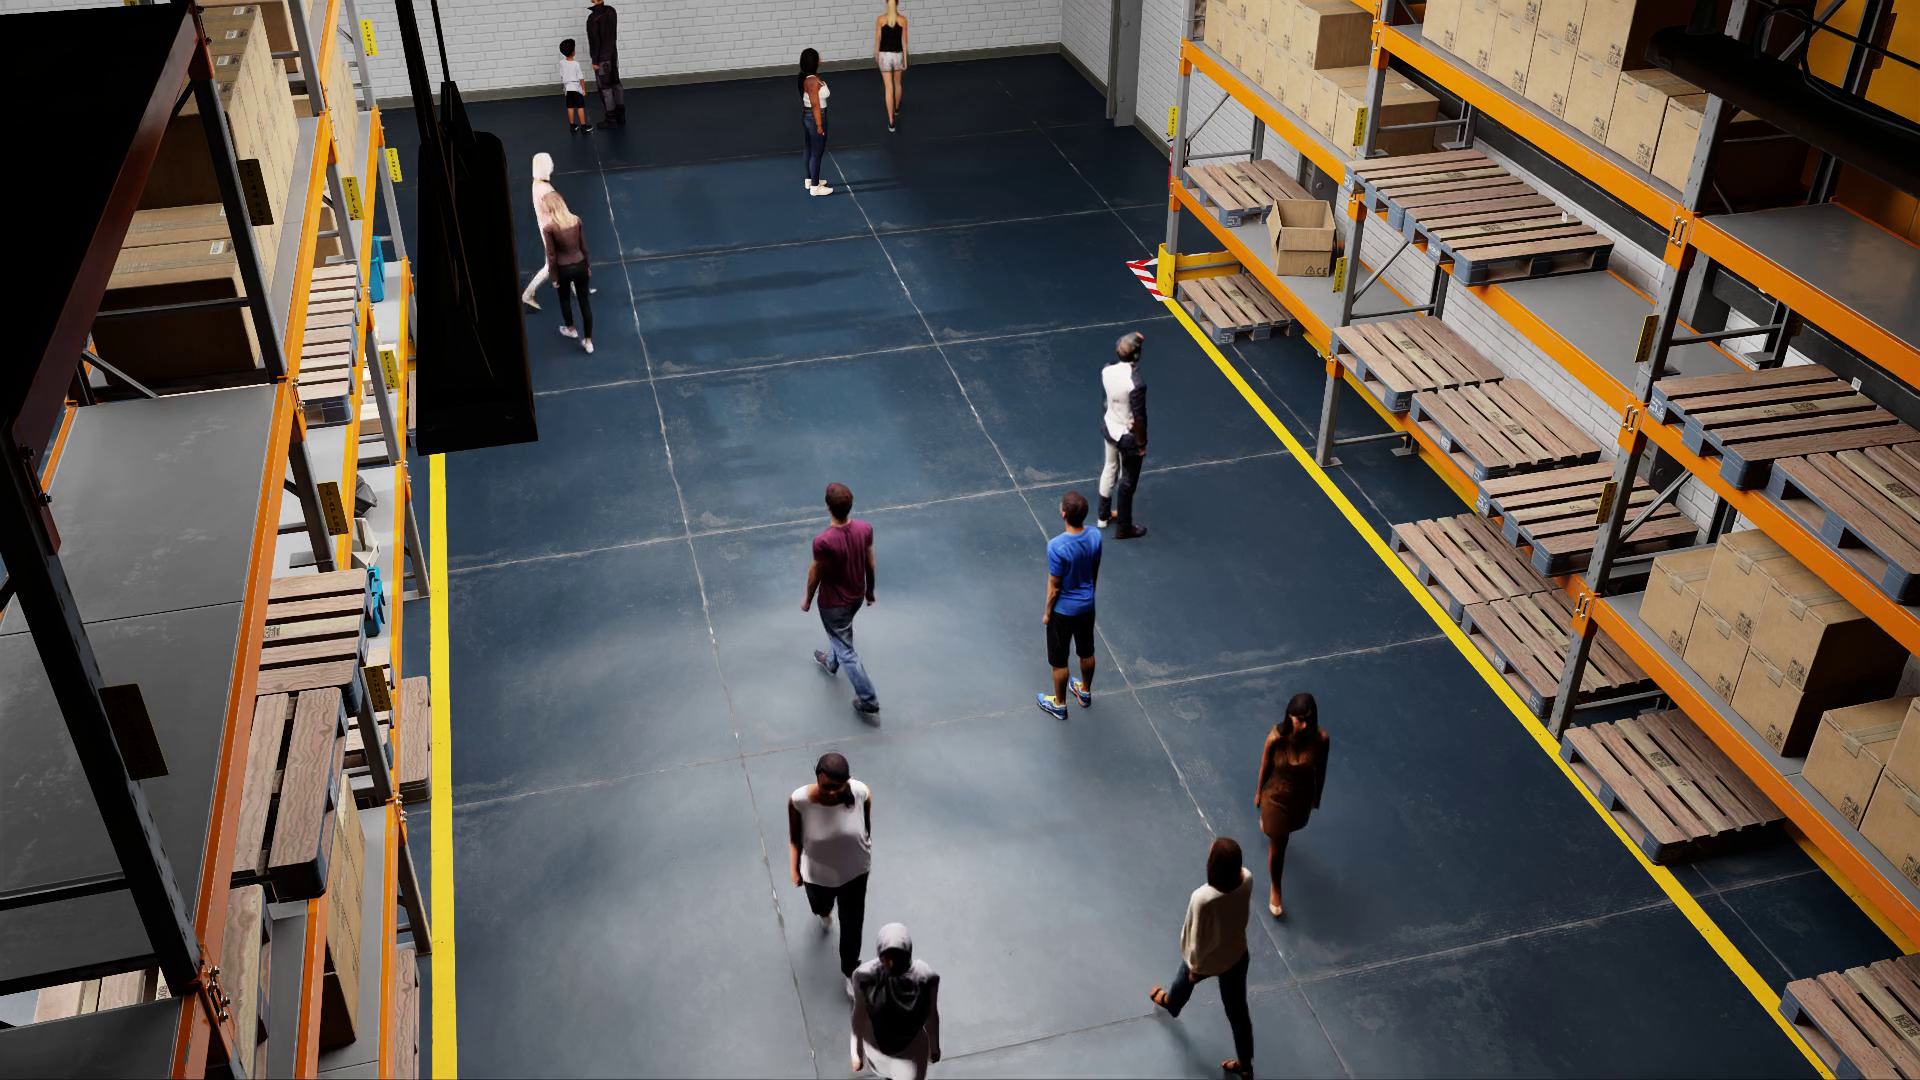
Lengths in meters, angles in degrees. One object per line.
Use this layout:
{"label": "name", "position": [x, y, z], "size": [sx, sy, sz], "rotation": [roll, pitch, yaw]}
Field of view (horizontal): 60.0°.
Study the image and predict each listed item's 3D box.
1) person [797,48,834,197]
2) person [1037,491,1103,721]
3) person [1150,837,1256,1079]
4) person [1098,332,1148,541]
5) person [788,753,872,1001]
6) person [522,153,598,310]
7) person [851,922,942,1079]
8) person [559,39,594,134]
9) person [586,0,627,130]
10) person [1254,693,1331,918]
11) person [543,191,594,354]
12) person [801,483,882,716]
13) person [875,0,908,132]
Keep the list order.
{"label": "person", "position": [-1.825, -5.197, 20.629], "size": [0.702, 1.810, 0.536], "rotation": [-10, 35, -15]}
{"label": "person", "position": [0.815, 0.472, 12.047], "size": [0.677, 1.869, 0.667], "rotation": [-20, 39, -27]}
{"label": "person", "position": [1.505, 2.386, 9.378], "size": [0.858, 1.636, 1.167], "rotation": [-20, 38, -27]}
{"label": "person", "position": [1.379, -0.889, 14.074], "size": [0.809, 1.892, 0.648], "rotation": [-21, 39, -28]}
{"label": "person", "position": [-0.761, 1.923, 10.053], "size": [0.728, 1.659, 1.069], "rotation": [-5, 34, -7]}
{"label": "person", "position": [-4.449, -3.283, 17.854], "size": [0.806, 1.694, 1.084], "rotation": [-15, 37, -22]}
{"label": "person", "position": [-0.332, 2.657, 8.887], "size": [0.931, 1.727, 1.217], "rotation": [5, 34, 7]}
{"label": "person", "position": [-5.256, -6.166, 22.584], "size": [0.567, 1.259, 0.599], "rotation": [8, 35, 12]}
{"label": "person", "position": [-4.825, -6.589, 22.600], "size": [0.854, 1.946, 0.754], "rotation": [12, 35, 17]}
{"label": "person", "position": [2.071, 1.578, 10.570], "size": [0.729, 1.662, 1.078], "rotation": [-1, 34, -1]}
{"label": "person", "position": [-3.944, -2.699, 17.003], "size": [0.797, 1.663, 0.956], "rotation": [-20, 38, -27]}
{"label": "person", "position": [-0.813, 0.470, 12.104], "size": [1.020, 1.808, 1.269], "rotation": [-26, 41, -33]}
{"label": "person", "position": [-0.936, -6.490, 22.592], "size": [0.719, 1.789, 1.225], "rotation": [-3, 34, -5]}
